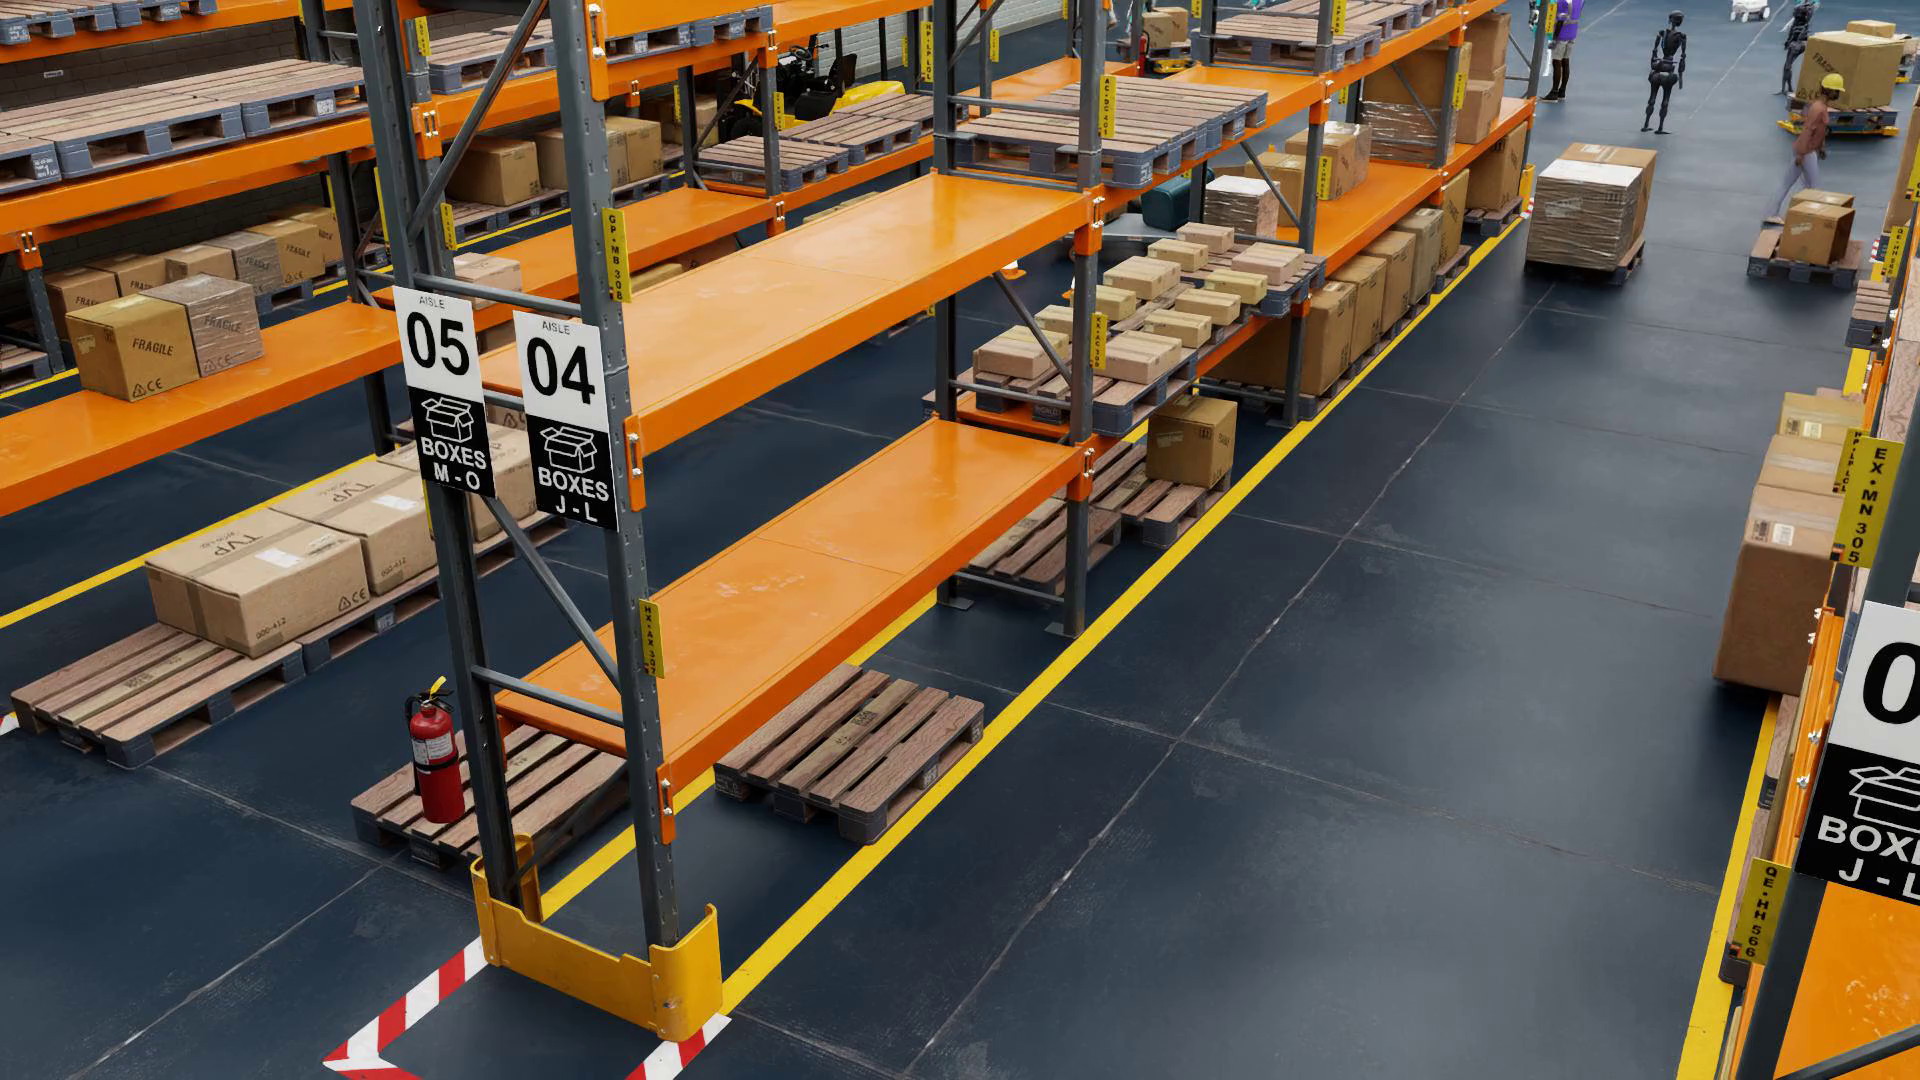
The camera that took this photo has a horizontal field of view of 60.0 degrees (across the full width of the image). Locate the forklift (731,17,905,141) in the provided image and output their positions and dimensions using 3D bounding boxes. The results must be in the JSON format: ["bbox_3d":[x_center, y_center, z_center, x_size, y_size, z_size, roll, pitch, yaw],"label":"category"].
[{"bbox_3d":[-1.819,-5.975,21.543,2.313,2.155,1.214,14,29,26],"label":"forklift"}]

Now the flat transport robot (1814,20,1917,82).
[{"bbox_3d":[14.839,-7.749,27.445,0.659,0.231,1.431,-11,28,-22],"label":"flat transport robot"}]

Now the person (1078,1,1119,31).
[{"bbox_3d":[2.645,-10.677,31.677,0.895,1.903,0.646,23,34,39],"label":"person"}]

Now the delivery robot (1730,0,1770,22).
[{"bbox_3d":[15.702,-10.616,33.056,0.774,0.581,0.499,-16,30,-29],"label":"delivery robot"}]

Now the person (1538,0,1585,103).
[{"bbox_3d":[9.194,-7.682,25.356,0.609,1.959,0.363,-22,33,-38],"label":"person"}]

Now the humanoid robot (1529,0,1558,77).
[{"bbox_3d":[9.743,-8.562,27.518,0.530,1.850,0.790,19,32,34],"label":"humanoid robot"}]

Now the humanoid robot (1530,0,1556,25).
[{"bbox_3d":[11.262,-10.677,31.914,0.610,1.635,0.466,-21,33,-37],"label":"humanoid robot"}]

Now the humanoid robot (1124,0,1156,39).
[{"bbox_3d":[3.076,-9.242,28.831,0.539,1.764,0.749,23,34,39],"label":"humanoid robot"}]

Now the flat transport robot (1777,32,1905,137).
[{"bbox_3d":[12.458,-5.892,23.585,1.431,0.231,0.659,0,26,0],"label":"flat transport robot"}]

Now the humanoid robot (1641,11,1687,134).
[{"bbox_3d":[9.910,-6.582,23.378,0.315,1.657,0.599,-12,28,-23],"label":"humanoid robot"}]

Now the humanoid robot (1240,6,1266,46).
[{"bbox_3d":[4.338,-6.881,24.057,0.593,1.642,0.722,16,30,29],"label":"humanoid robot"}]

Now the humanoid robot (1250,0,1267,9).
[{"bbox_3d":[5.786,-10.569,31.648,0.658,1.836,0.532,20,32,35],"label":"humanoid robot"}]

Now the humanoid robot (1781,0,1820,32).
[{"bbox_3d":[16.011,-10.473,31.433,0.780,1.809,0.550,1,26,3],"label":"humanoid robot"}]

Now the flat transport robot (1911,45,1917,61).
[{"bbox_3d":[15.997,-8.571,29.152,1.431,0.231,0.659,11,28,21],"label":"flat transport robot"}]

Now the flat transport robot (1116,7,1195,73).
[{"bbox_3d":[3.391,-8.154,28.285,0.659,0.231,1.431,-10,27,-19],"label":"flat transport robot"}]

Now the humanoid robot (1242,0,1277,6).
[{"bbox_3d":[6.410,-11.948,34.530,1.037,1.772,0.546,-4,26,-9],"label":"humanoid robot"}]

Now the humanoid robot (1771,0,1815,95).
[{"bbox_3d":[12.961,-7.779,25.873,0.444,1.647,0.598,3,26,6],"label":"humanoid robot"}]

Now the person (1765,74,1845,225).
[{"bbox_3d":[9.652,-4.351,18.690,0.845,1.721,0.536,12,28,24],"label":"person"}]
